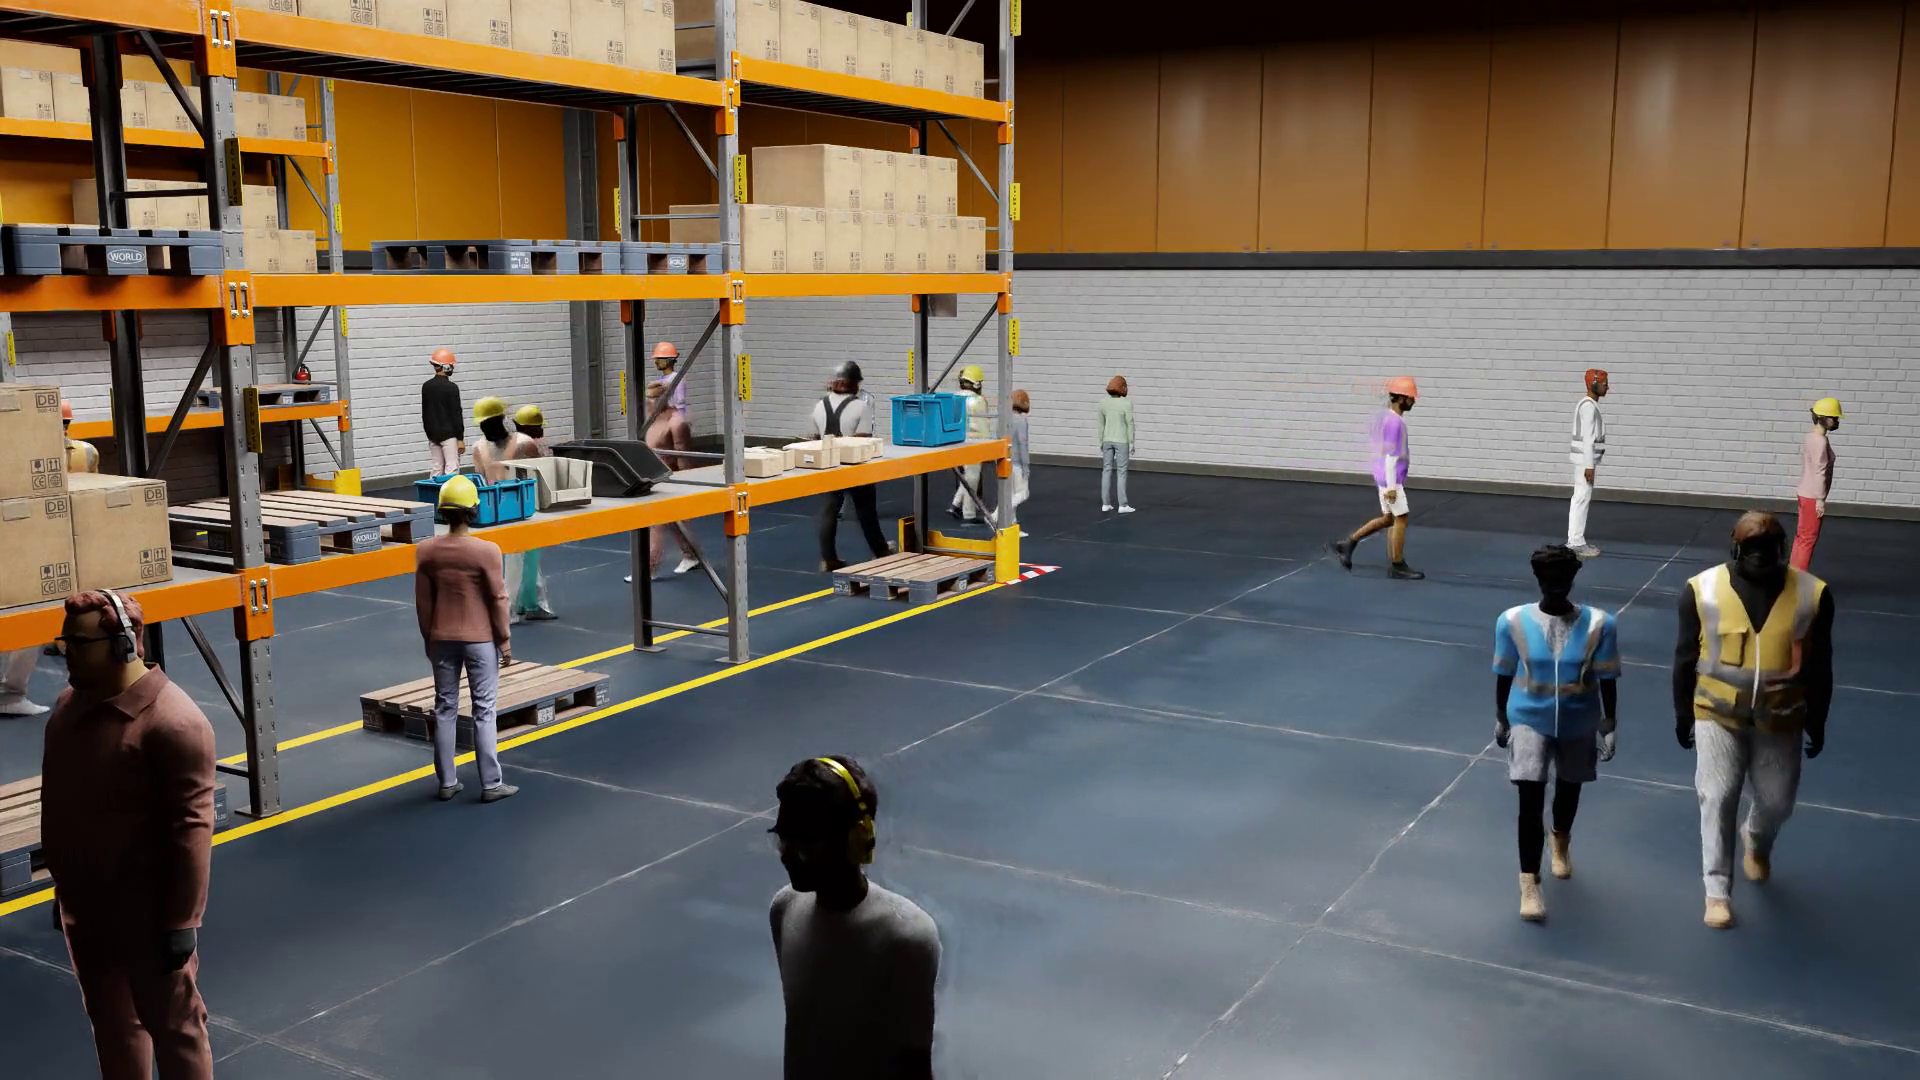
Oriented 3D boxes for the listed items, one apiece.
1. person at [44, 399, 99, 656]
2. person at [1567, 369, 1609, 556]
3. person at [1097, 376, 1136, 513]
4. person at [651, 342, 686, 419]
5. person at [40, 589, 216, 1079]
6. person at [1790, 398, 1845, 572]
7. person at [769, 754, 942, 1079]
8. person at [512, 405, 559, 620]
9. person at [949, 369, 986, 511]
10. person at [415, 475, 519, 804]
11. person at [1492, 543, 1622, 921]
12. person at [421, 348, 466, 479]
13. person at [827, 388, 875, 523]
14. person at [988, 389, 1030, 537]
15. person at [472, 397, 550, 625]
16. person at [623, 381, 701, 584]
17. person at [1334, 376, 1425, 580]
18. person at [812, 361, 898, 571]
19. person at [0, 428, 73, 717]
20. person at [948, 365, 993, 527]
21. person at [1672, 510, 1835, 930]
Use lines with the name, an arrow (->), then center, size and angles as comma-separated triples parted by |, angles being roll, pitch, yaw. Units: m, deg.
person -> -6.659, -0.101, 12.369 | 0.359, 1.939, 0.543 | 4, 10, 26
person -> 6.347, -0.788, 16.824 | 0.337, 1.883, 0.584 | 3, 10, 18
person -> 1.867, -1.140, 19.800 | 0.519, 1.633, 0.276 | 7, 11, 36
person -> -3.414, -1.293, 19.482 | 0.379, 2.045, 0.605 | -5, 10, -29
person -> -2.543, 1.088, 5.047 | 0.643, 1.909, 0.410 | 5, 10, 27
person -> 7.499, -0.363, 14.546 | 0.328, 1.765, 0.532 | 3, 10, 18
person -> -0.184, 1.346, 3.682 | 0.527, 1.838, 0.898 | 7, 11, 36
person -> -3.522, -0.225, 13.682 | 0.313, 1.768, 0.527 | -5, 10, -28
person -> 0.077, -1.197, 19.962 | 0.540, 1.696, 0.316 | -4, 10, -24
person -> -2.650, 0.536, 8.923 | 0.530, 1.772, 0.302 | 2, 9, 12
person -> 2.685, 0.814, 7.537 | 0.544, 1.660, 0.836 | 2, 9, 15
person -> -5.846, -1.178, 18.919 | 0.622, 1.994, 0.381 | 6, 11, 34
person -> -1.266, -1.105, 18.963 | 0.599, 1.832, 0.404 | 1, 9, 5
person -> 0.521, -0.802, 17.753 | 0.477, 1.613, 0.540 | -4, 10, -25
person -> -3.630, -0.242, 13.539 | 0.615, 1.862, 0.854 | 5, 10, 27
person -> -2.773, -0.557, 15.492 | 0.984, 1.862, 0.645 | -9, 13, -43
person -> 3.932, -0.578, 15.465 | 0.757, 1.909, 0.542 | 2, 9, 11
person -> -1.020, -0.745, 16.070 | 0.702, 2.000, 0.957 | 6, 11, 32
person -> -5.863, 0.192, 10.850 | 0.632, 1.841, 1.032 | 8, 12, 42
person -> 0.130, -1.049, 18.665 | 0.417, 1.819, 0.607 | -5, 11, -31
person -> 3.483, 0.760, 7.357 | 0.639, 1.826, 0.634 | 3, 10, 21
